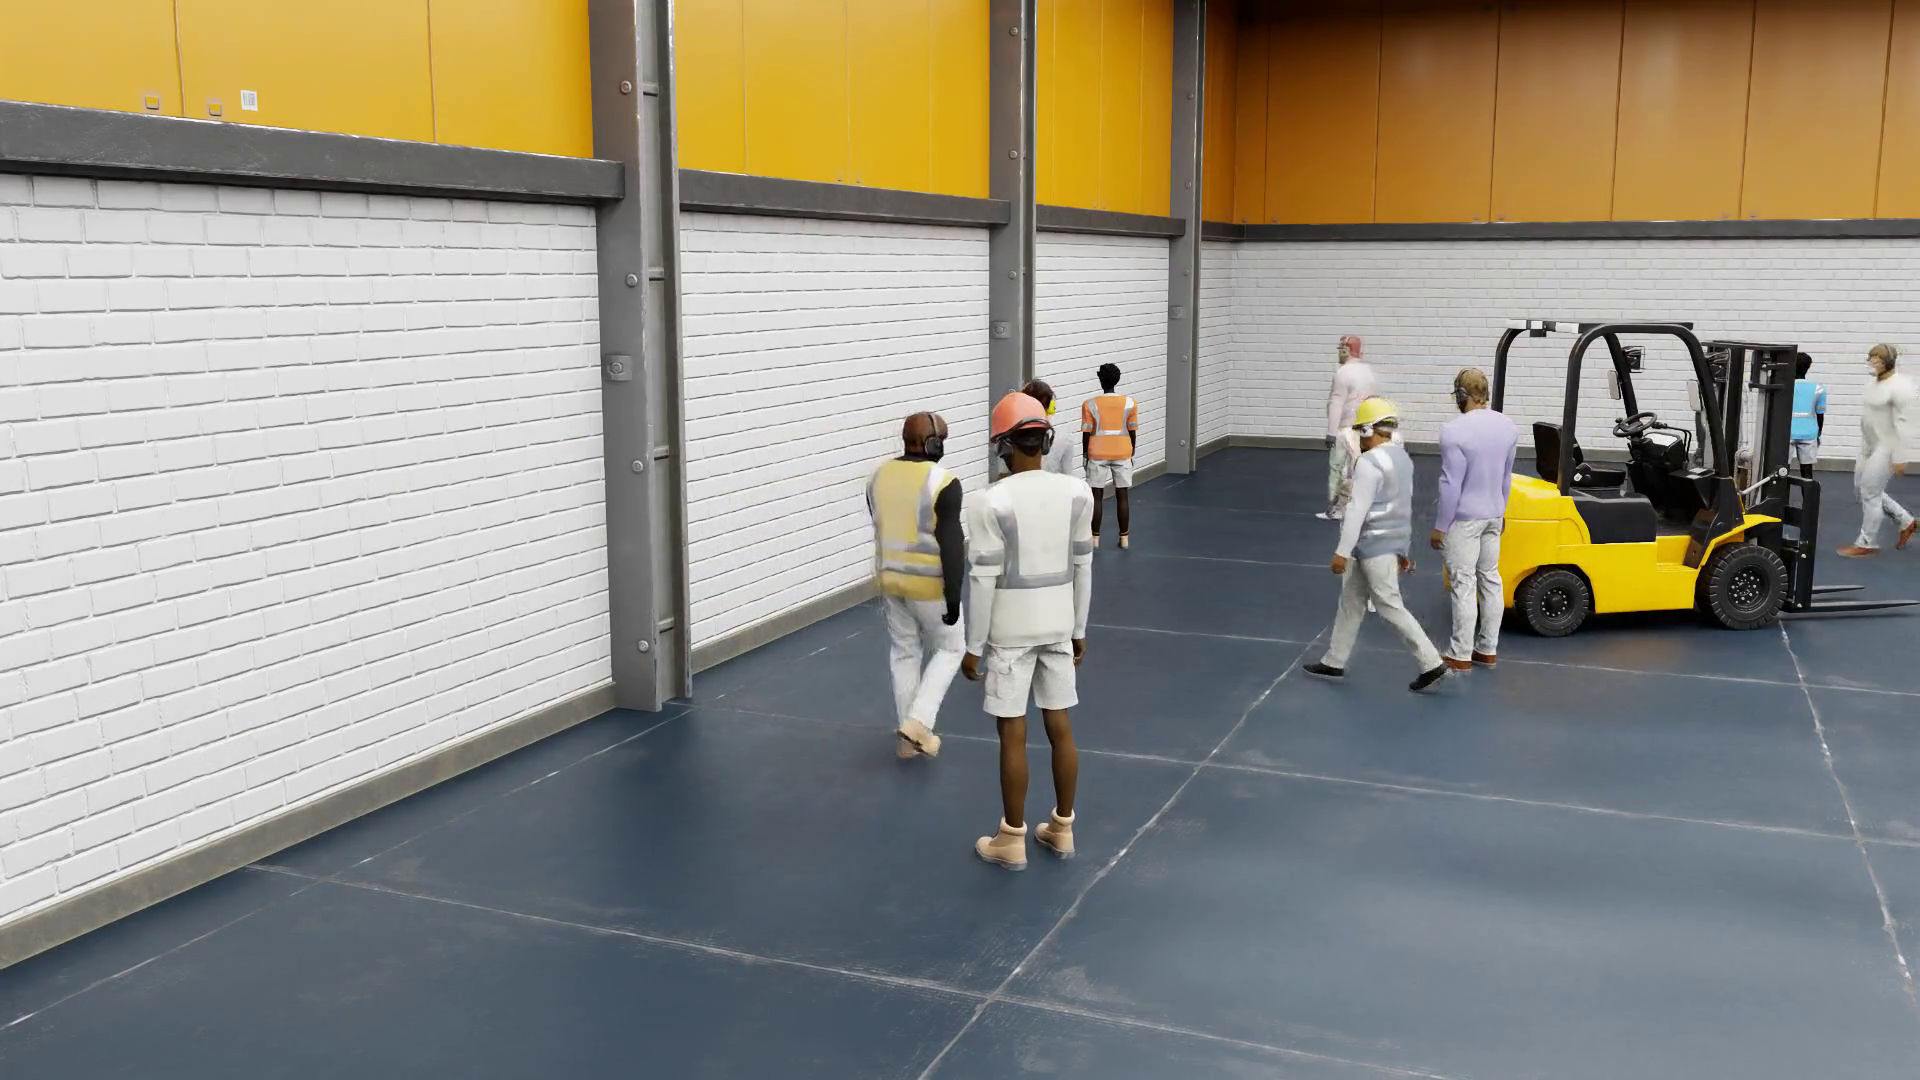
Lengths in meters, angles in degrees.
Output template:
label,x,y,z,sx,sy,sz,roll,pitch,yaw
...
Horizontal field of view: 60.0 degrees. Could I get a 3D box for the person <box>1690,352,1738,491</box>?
label,x,y,z,sx,sy,sz,roll,pitch,yaw
person,6.925,-0.857,15.390,0.961,1.795,0.527,7,12,37

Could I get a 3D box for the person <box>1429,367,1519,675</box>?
label,x,y,z,sx,sy,sz,roll,pitch,yaw
person,3.215,-0.115,10.471,0.627,1.933,0.372,-6,11,-32

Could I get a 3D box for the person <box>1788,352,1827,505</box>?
label,x,y,z,sx,sy,sz,roll,pitch,yaw
person,8.451,-1.048,16.821,0.540,1.698,0.317,1,9,8

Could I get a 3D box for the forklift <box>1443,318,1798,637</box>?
label,x,y,z,sx,sy,sz,roll,pitch,yaw
forklift,4.706,-0.497,11.990,2.313,2.155,1.214,-2,10,-10

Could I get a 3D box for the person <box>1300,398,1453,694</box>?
label,x,y,z,sx,sy,sz,roll,pitch,yaw
person,2.572,0.033,10.063,0.924,1.773,0.609,5,11,30

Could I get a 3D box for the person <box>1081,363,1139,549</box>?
label,x,y,z,sx,sy,sz,roll,pitch,yaw
person,1.350,-0.753,15.065,0.531,1.694,0.320,-1,9,-3

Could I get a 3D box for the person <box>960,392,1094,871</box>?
label,x,y,z,sx,sy,sz,roll,pitch,yaw
person,0.274,0.389,7.108,0.605,2.034,0.393,-5,11,-28

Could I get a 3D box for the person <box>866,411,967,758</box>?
label,x,y,z,sx,sy,sz,roll,pitch,yaw
person,-0.210,0.244,8.639,0.630,1.824,0.436,7,12,37

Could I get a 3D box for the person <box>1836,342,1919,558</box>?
label,x,y,z,sx,sy,sz,roll,pitch,yaw
person,8.097,-0.767,14.473,0.623,1.911,0.663,1,9,4

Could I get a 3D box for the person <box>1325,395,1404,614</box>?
label,x,y,z,sx,sy,sz,roll,pitch,yaw
person,2.988,-0.266,12.321,0.552,1.614,0.590,2,10,15

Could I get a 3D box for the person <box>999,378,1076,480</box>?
label,x,y,z,sx,sy,sz,roll,pitch,yaw
person,0.495,-0.098,10.599,0.537,1.849,0.480,2,9,9

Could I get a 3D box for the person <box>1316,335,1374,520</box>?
label,x,y,z,sx,sy,sz,roll,pitch,yaw
person,3.914,-1.098,16.570,0.712,1.884,0.653,6,11,33
